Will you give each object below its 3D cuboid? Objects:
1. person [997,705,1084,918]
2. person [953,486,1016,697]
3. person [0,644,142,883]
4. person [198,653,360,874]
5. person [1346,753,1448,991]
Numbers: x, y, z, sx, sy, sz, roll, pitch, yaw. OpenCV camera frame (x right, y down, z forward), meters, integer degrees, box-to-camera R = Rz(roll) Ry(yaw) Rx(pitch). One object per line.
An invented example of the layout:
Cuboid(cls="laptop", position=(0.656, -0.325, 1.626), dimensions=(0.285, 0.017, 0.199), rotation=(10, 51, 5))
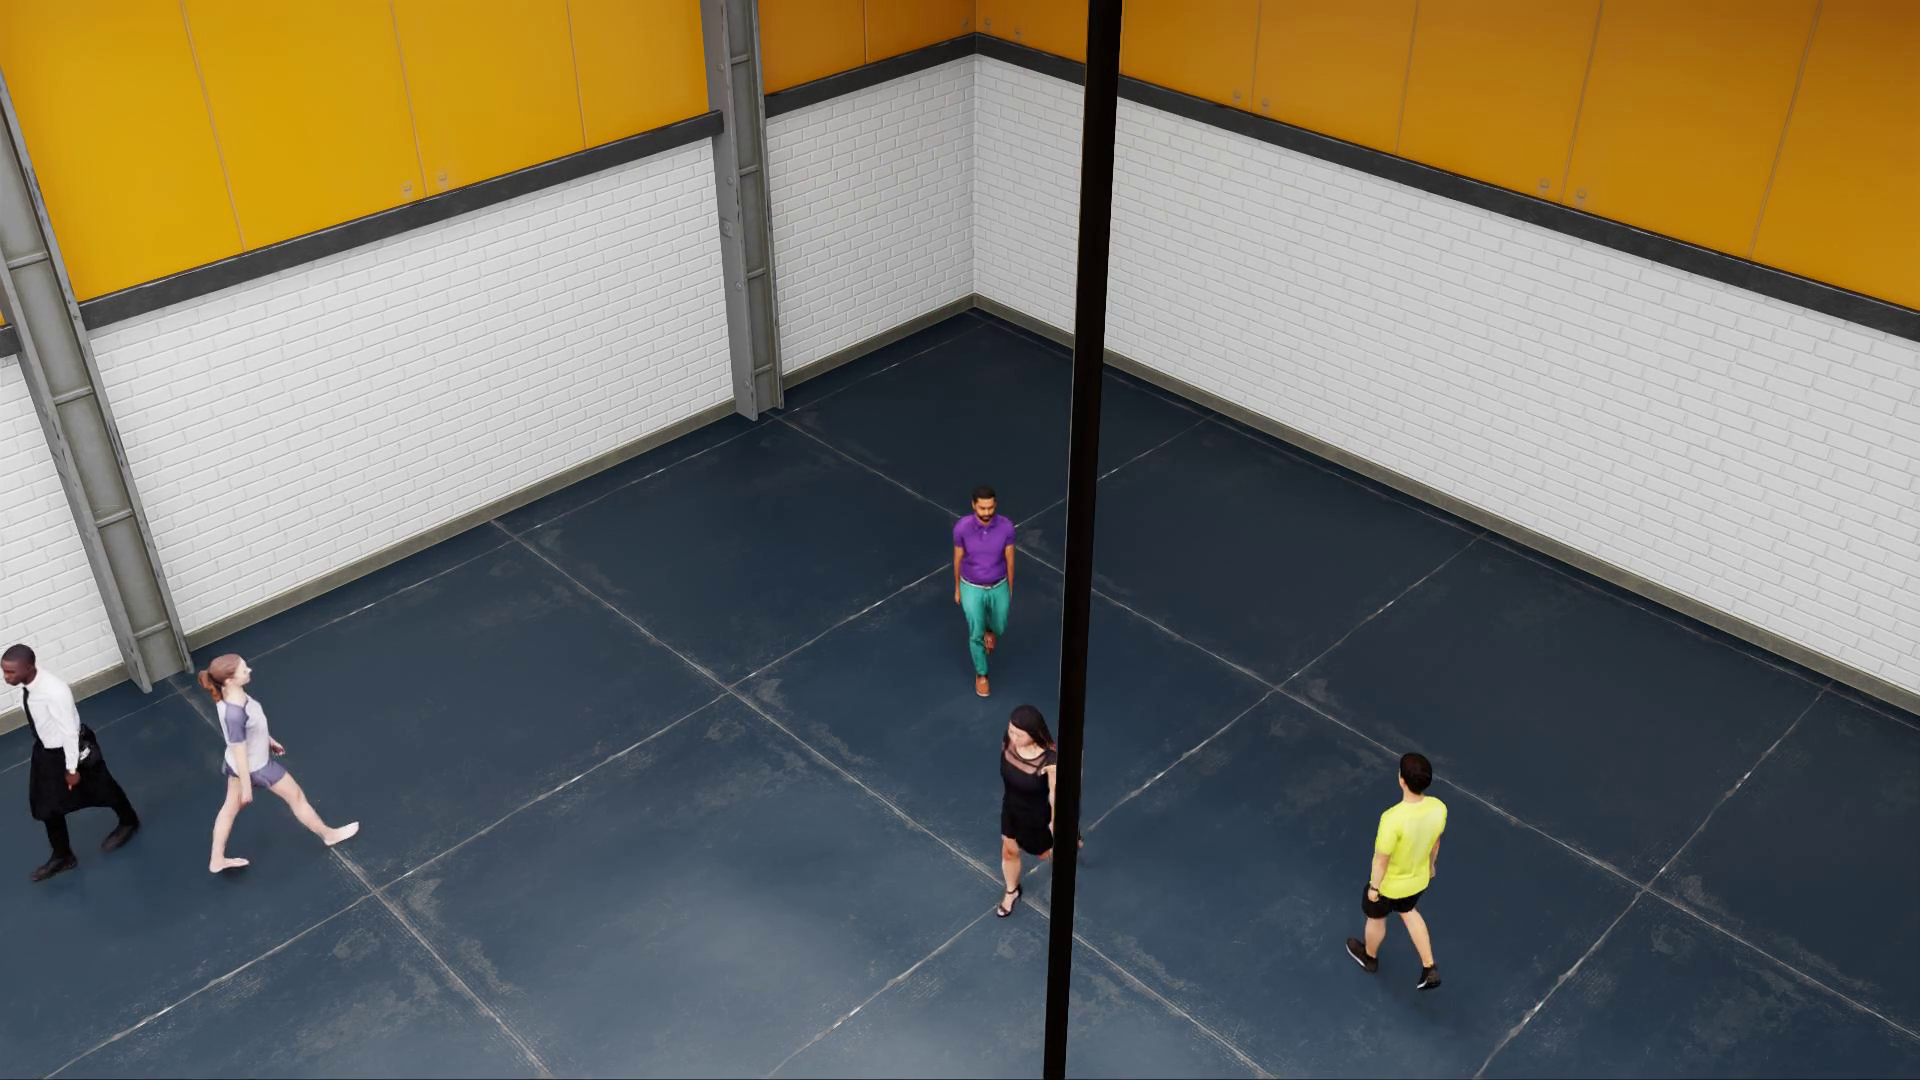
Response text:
Cuboid(cls="person", position=(0.507, 1.666, 10.525), dimensions=(0.645, 1.689, 0.942), rotation=(29, 43, 36))
Cuboid(cls="person", position=(0.166, 0.309, 12.516), dimensions=(0.966, 1.746, 0.996), rotation=(-3, 34, -4))
Cuboid(cls="person", position=(-5.755, 1.333, 10.920), dimensions=(0.809, 1.807, 1.058), rotation=(19, 38, 26))
Cuboid(cls="person", position=(-4.684, 1.490, 10.777), dimensions=(1.220, 1.704, 0.726), rotation=(-20, 38, -27))
Cuboid(cls="person", position=(2.690, 2.047, 9.951), dimensions=(0.947, 1.691, 0.877), rotation=(-15, 36, -21))
